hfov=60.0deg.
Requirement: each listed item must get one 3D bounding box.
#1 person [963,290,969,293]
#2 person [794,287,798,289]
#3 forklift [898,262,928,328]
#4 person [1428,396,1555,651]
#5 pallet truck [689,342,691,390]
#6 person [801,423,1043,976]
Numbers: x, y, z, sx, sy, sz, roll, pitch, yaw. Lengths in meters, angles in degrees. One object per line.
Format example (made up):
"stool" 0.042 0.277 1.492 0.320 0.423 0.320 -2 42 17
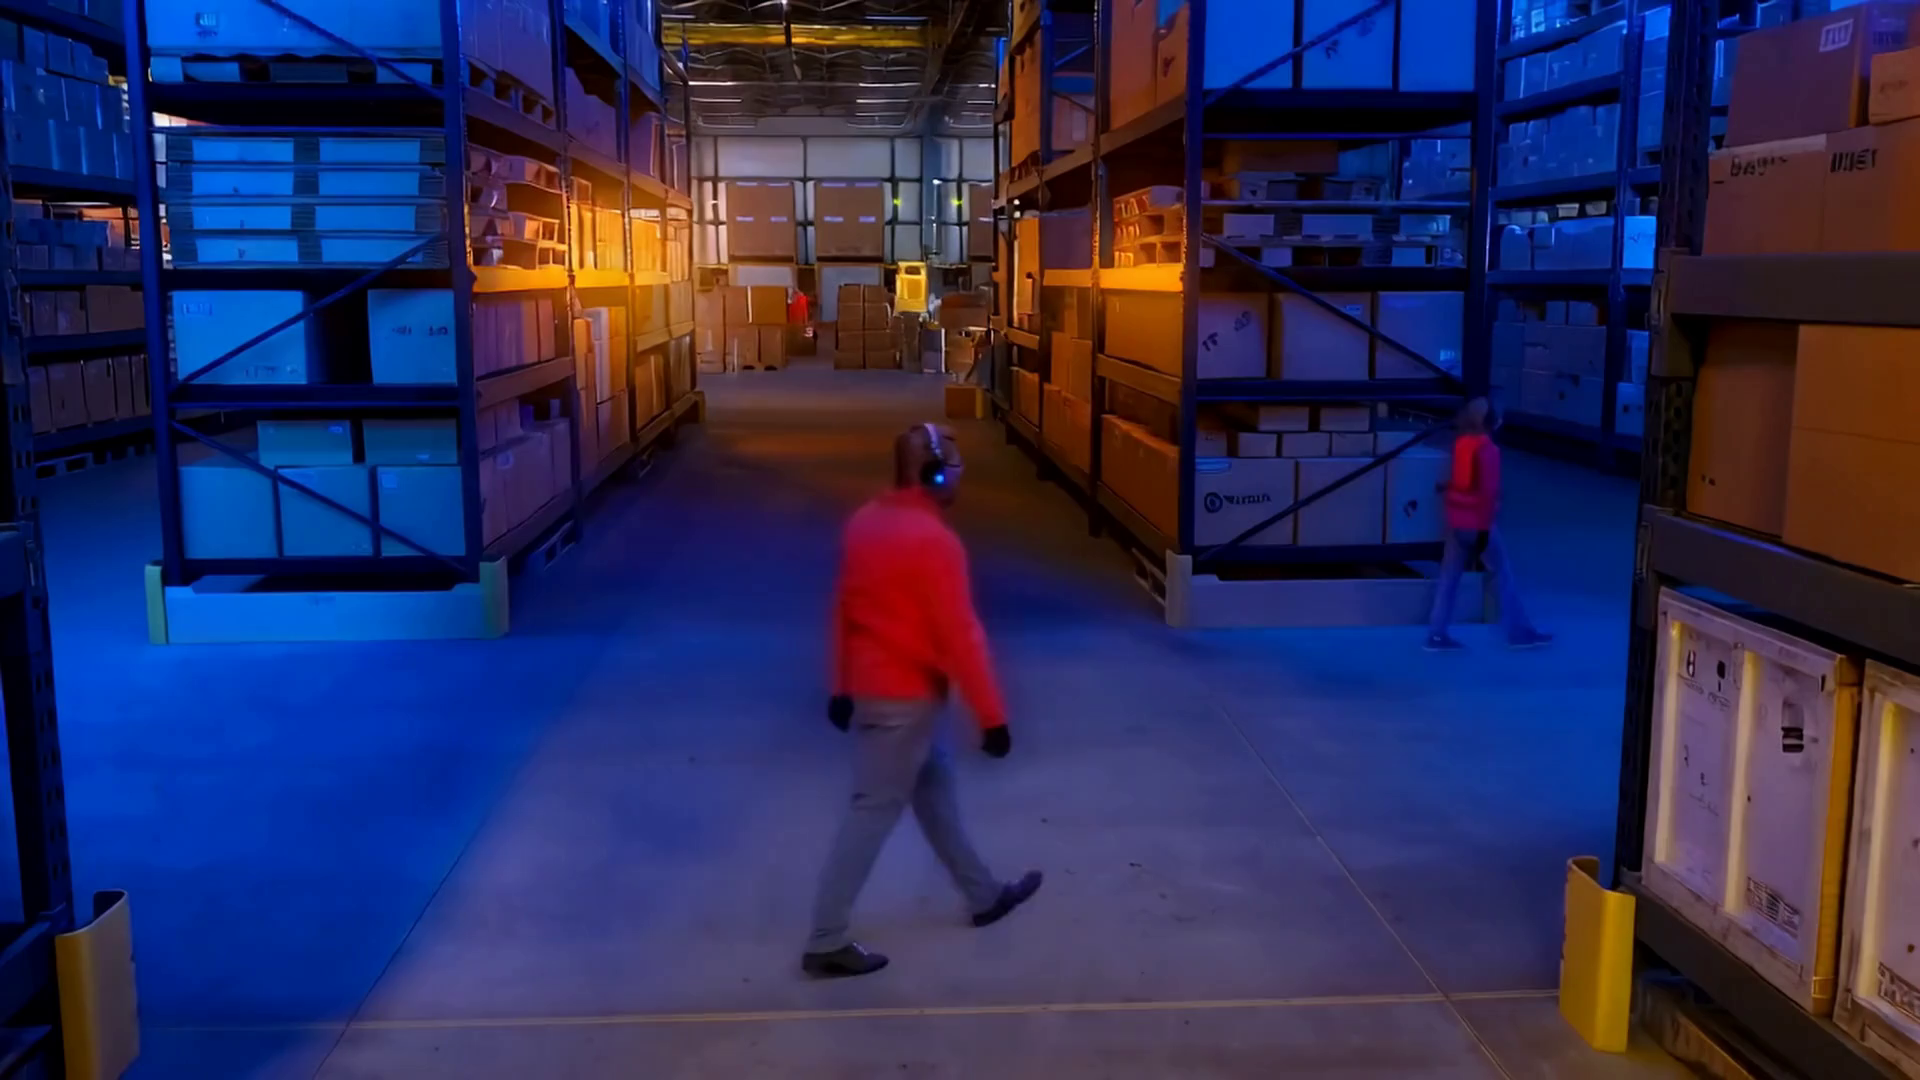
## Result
"person" 0.161 -8.026 59.528 0.580 1.838 0.989 -7 12 -39
"person" -5.969 -8.416 61.743 0.524 1.911 0.640 2 9 12
"forklift" -1.643 -8.231 57.511 1.129 2.768 1.873 -1 9 -4
"person" 3.324 -0.092 10.374 0.820 1.603 0.524 -2 9 -12
"pallet truck" -5.225 -3.008 27.480 1.885 1.965 0.823 2 9 14
"person" -0.115 0.534 5.688 1.037 1.850 0.671 -4 10 -24
